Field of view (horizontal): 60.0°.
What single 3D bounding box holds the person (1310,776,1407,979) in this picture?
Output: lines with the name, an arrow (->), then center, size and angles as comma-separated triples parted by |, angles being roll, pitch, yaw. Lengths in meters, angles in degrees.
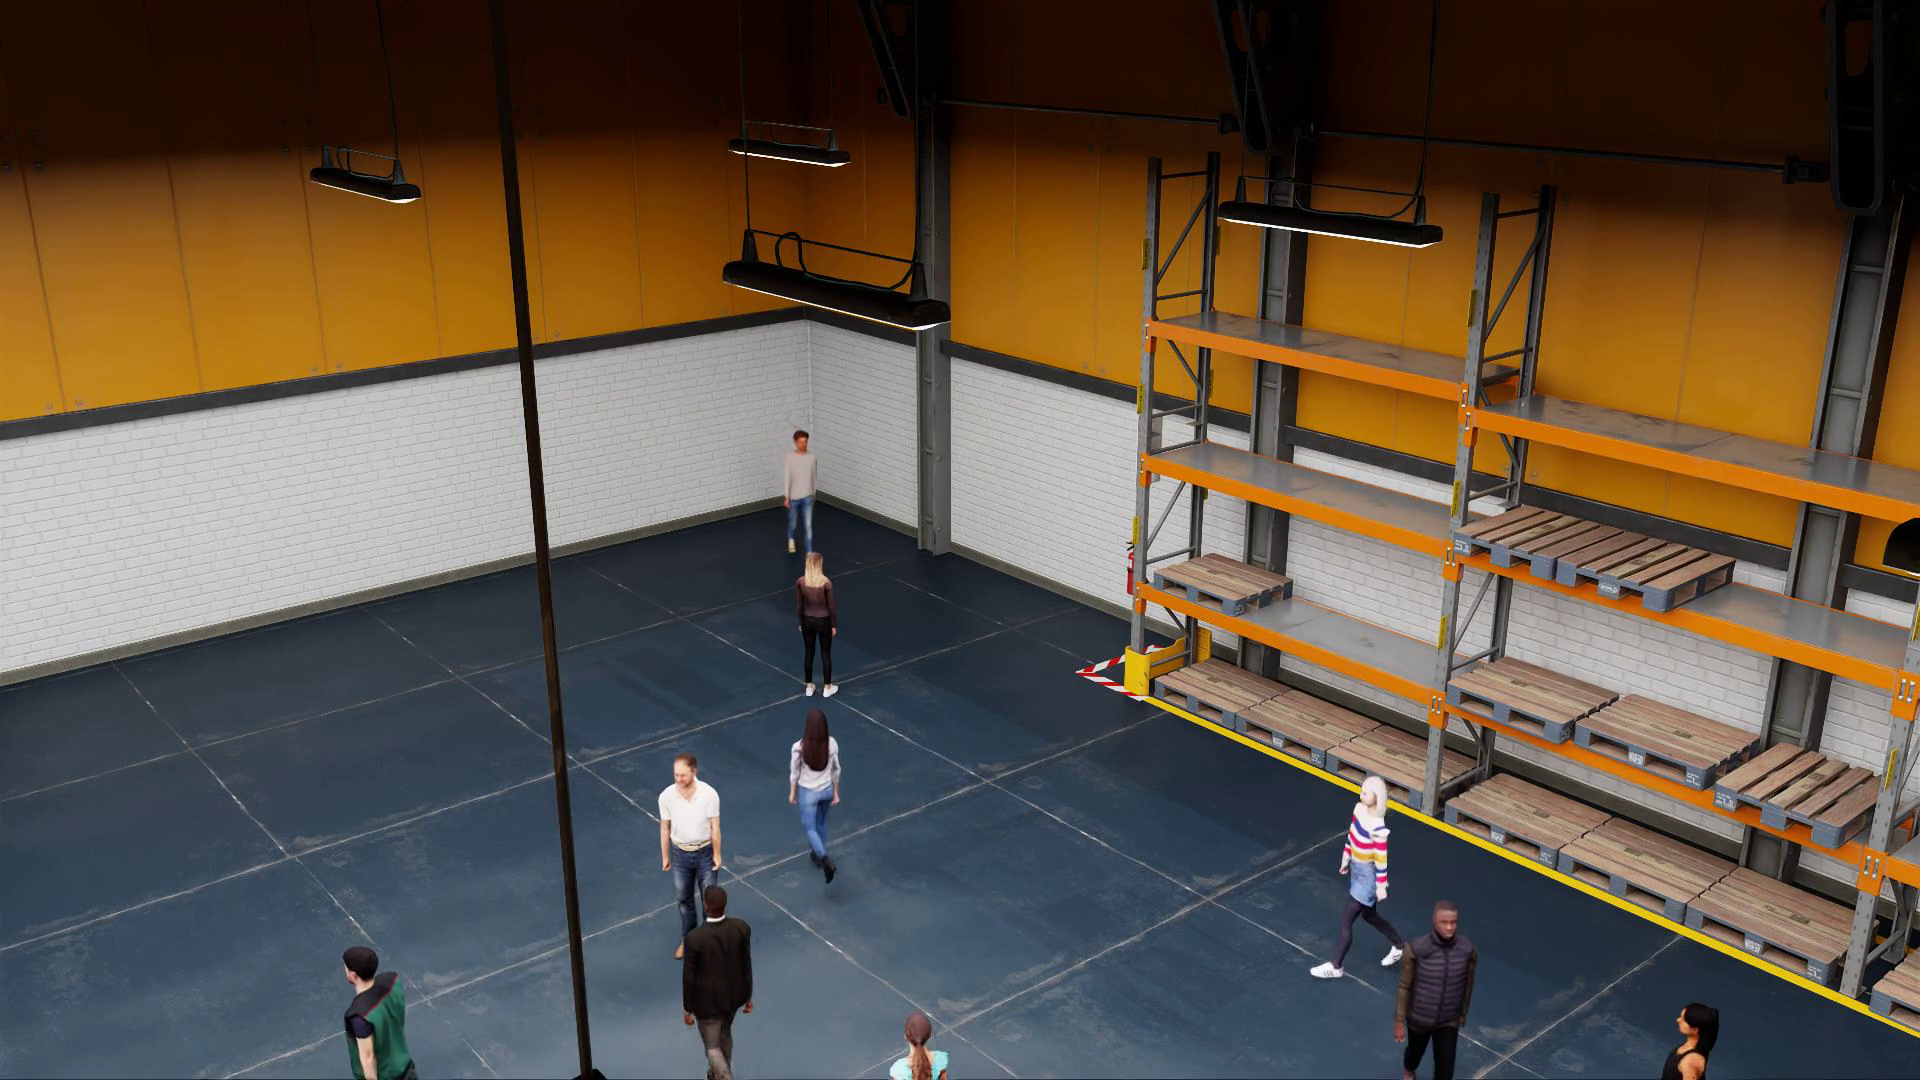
person -> 3.356, 2.722, 13.403 | 1.111, 1.776, 1.169 | -2, 19, -7

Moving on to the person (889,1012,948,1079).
person -> -0.230, 3.771, 10.660 | 0.759, 1.537, 0.894 | -4, 19, -11

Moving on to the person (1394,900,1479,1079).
person -> 3.280, 3.306, 11.647 | 1.202, 1.788, 1.283 | 1, 19, 2

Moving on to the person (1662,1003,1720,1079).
person -> 4.709, 3.704, 10.679 | 0.661, 1.653, 0.648 | 13, 23, 34

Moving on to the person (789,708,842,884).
person -> -1.263, 2.312, 14.884 | 0.724, 1.607, 1.013 | -10, 21, -26

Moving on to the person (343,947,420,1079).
person -> -3.680, 3.526, 10.904 | 1.331, 1.847, 1.147 | 4, 19, 12

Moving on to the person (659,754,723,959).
person -> -2.186, 2.576, 13.723 | 0.743, 1.847, 0.818 | 3, 19, 9

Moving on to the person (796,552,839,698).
person -> -1.619, 0.951, 18.773 | 0.634, 1.704, 0.737 | 5, 19, 14

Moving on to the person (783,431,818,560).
person -> -2.259, -0.625, 23.199 | 1.013, 1.866, 1.301 | -5, 19, -13

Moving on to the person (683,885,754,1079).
person -> -1.651, 3.290, 11.720 | 0.776, 1.773, 1.136 | -10, 21, -28
